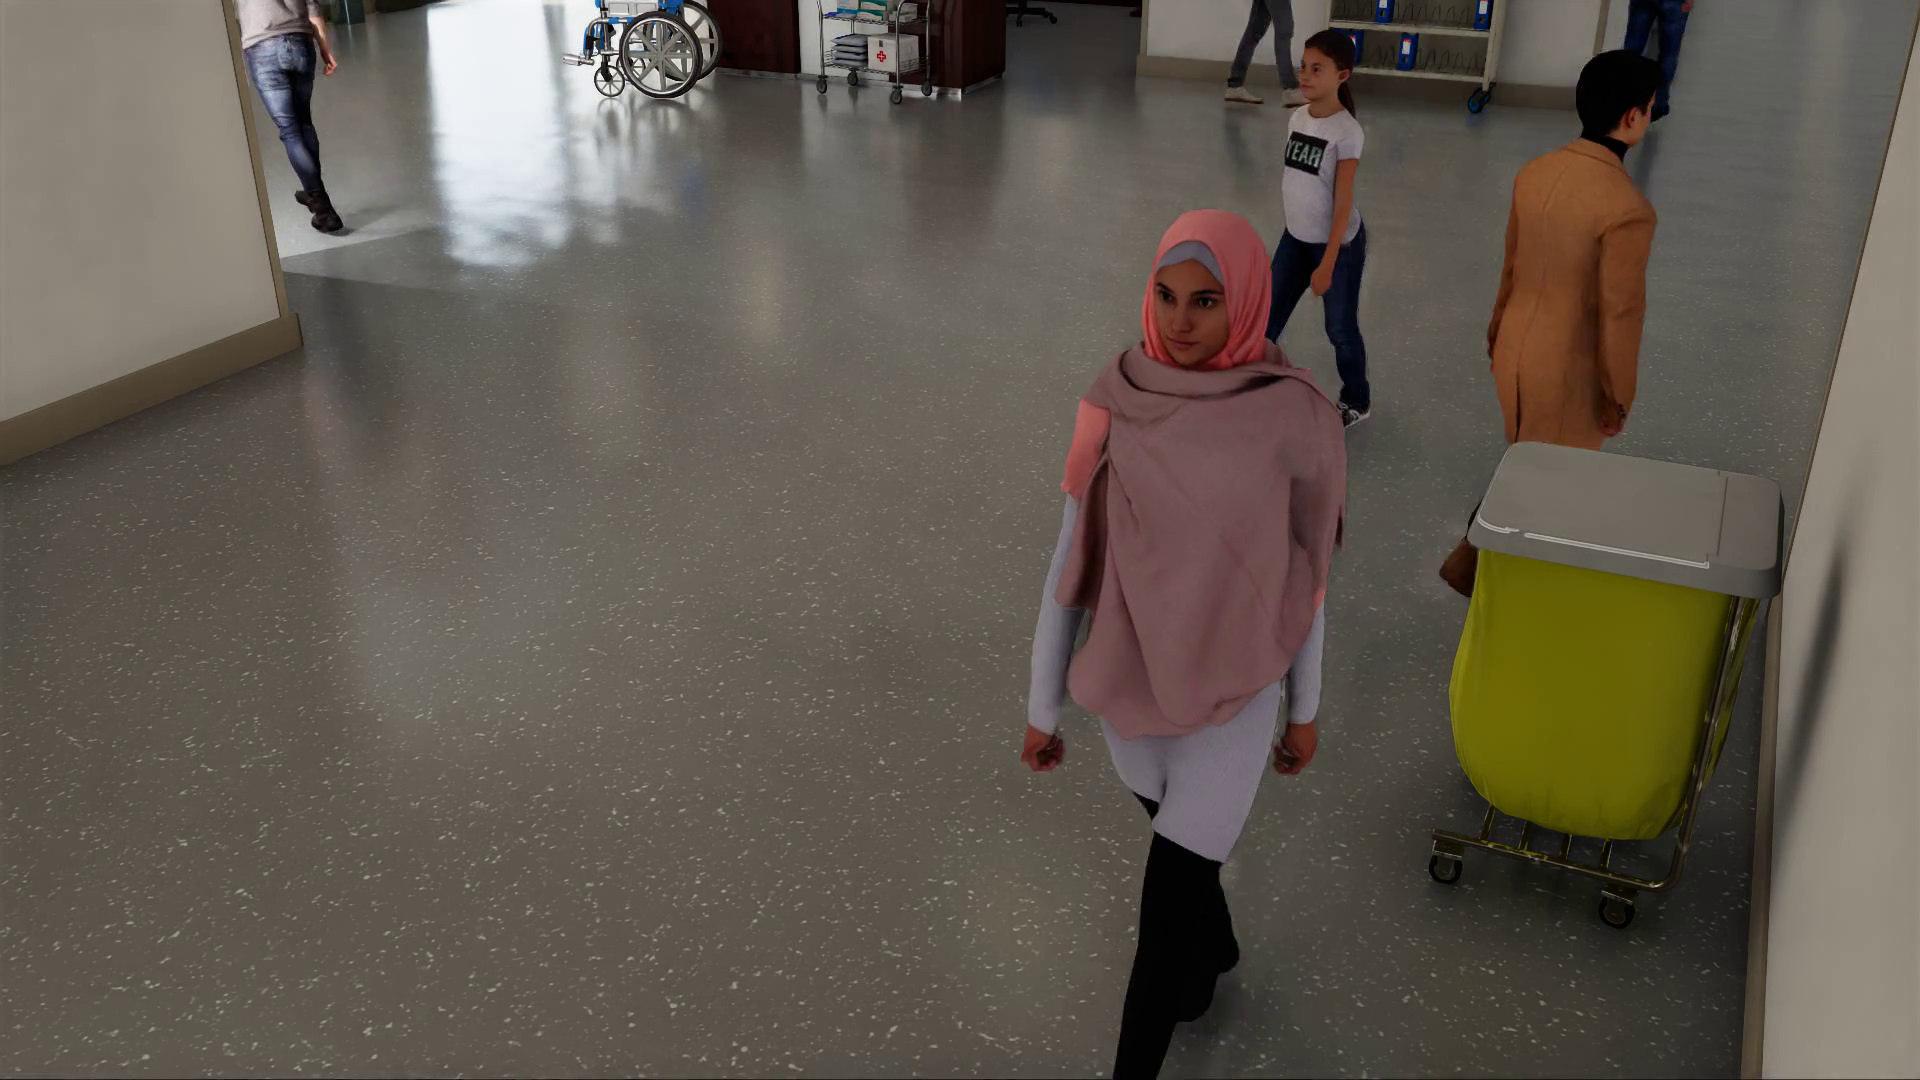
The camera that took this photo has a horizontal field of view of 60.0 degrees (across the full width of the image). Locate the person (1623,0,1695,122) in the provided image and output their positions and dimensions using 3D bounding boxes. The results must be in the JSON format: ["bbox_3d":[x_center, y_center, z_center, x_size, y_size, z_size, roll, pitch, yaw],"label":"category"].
[{"bbox_3d":[4.660,-3.672,11.179,1.223,1.847,0.933,18,31,33],"label":"person"}]

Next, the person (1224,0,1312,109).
[{"bbox_3d":[2.154,-4.079,12.010,0.969,1.858,0.670,12,28,24],"label":"person"}]

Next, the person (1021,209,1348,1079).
[{"bbox_3d":[0.438,0.279,3.101,1.099,1.746,0.710,12,28,23],"label":"person"}]

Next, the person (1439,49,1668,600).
[{"bbox_3d":[1.615,-0.500,4.705,0.938,1.715,0.879,-10,28,-20],"label":"person"}]

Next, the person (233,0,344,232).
[{"bbox_3d":[-3.568,-2.555,8.830,0.923,1.875,1.073,-22,33,-38],"label":"person"}]
